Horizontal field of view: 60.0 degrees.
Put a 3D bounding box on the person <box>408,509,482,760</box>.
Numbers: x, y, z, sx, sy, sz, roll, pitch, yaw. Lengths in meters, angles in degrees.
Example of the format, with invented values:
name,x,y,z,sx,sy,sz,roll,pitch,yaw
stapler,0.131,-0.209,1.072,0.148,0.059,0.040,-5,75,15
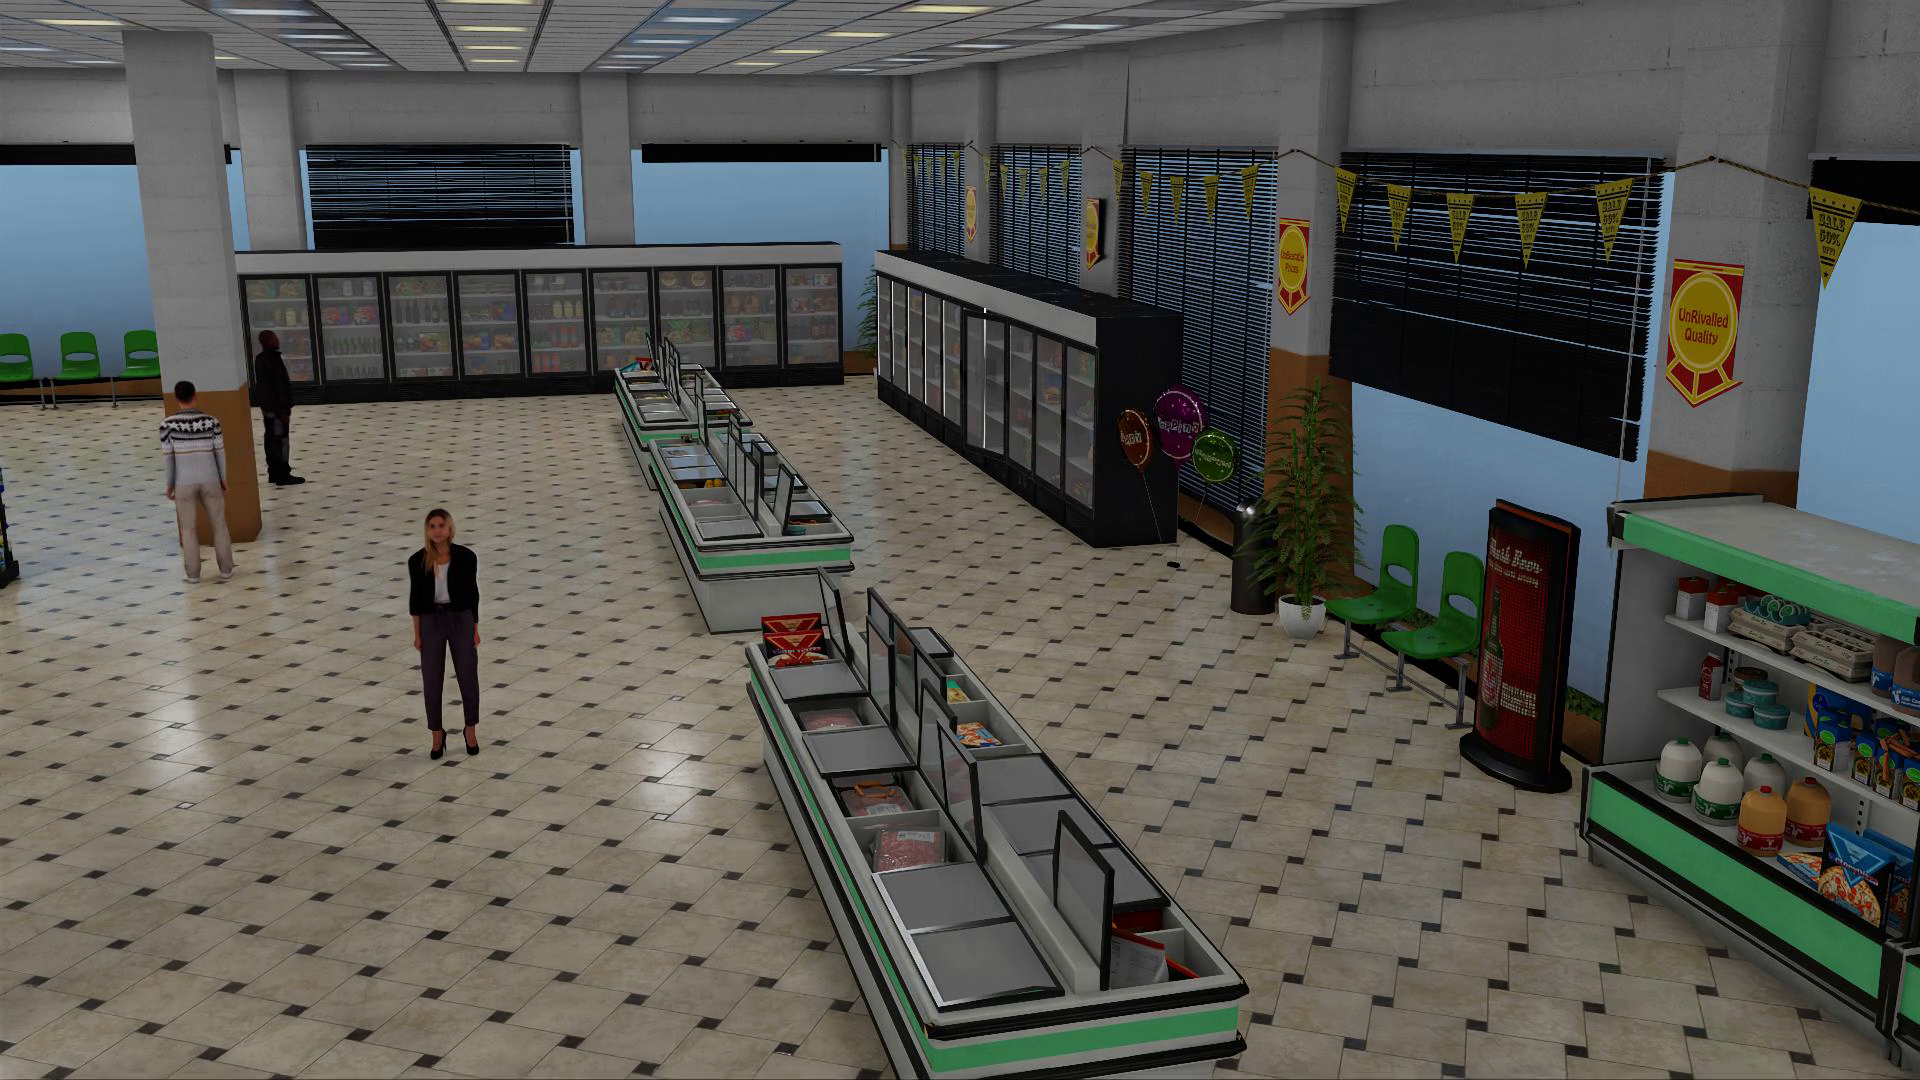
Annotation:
name,x,y,z,sx,sy,sz,roll,pitch,yaw
person,-3.370,0.609,10.933,0.591,1.672,0.515,-4,14,-16

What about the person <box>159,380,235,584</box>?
name,x,y,z,sx,sy,sz,roll,pitch,yaw
person,-7.011,-0.540,15.271,0.740,1.860,0.664,-9,16,-32

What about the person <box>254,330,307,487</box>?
name,x,y,z,sx,sy,sz,roll,pitch,yaw
person,-8.092,-1.571,19.594,0.848,1.826,0.718,-13,18,-42
